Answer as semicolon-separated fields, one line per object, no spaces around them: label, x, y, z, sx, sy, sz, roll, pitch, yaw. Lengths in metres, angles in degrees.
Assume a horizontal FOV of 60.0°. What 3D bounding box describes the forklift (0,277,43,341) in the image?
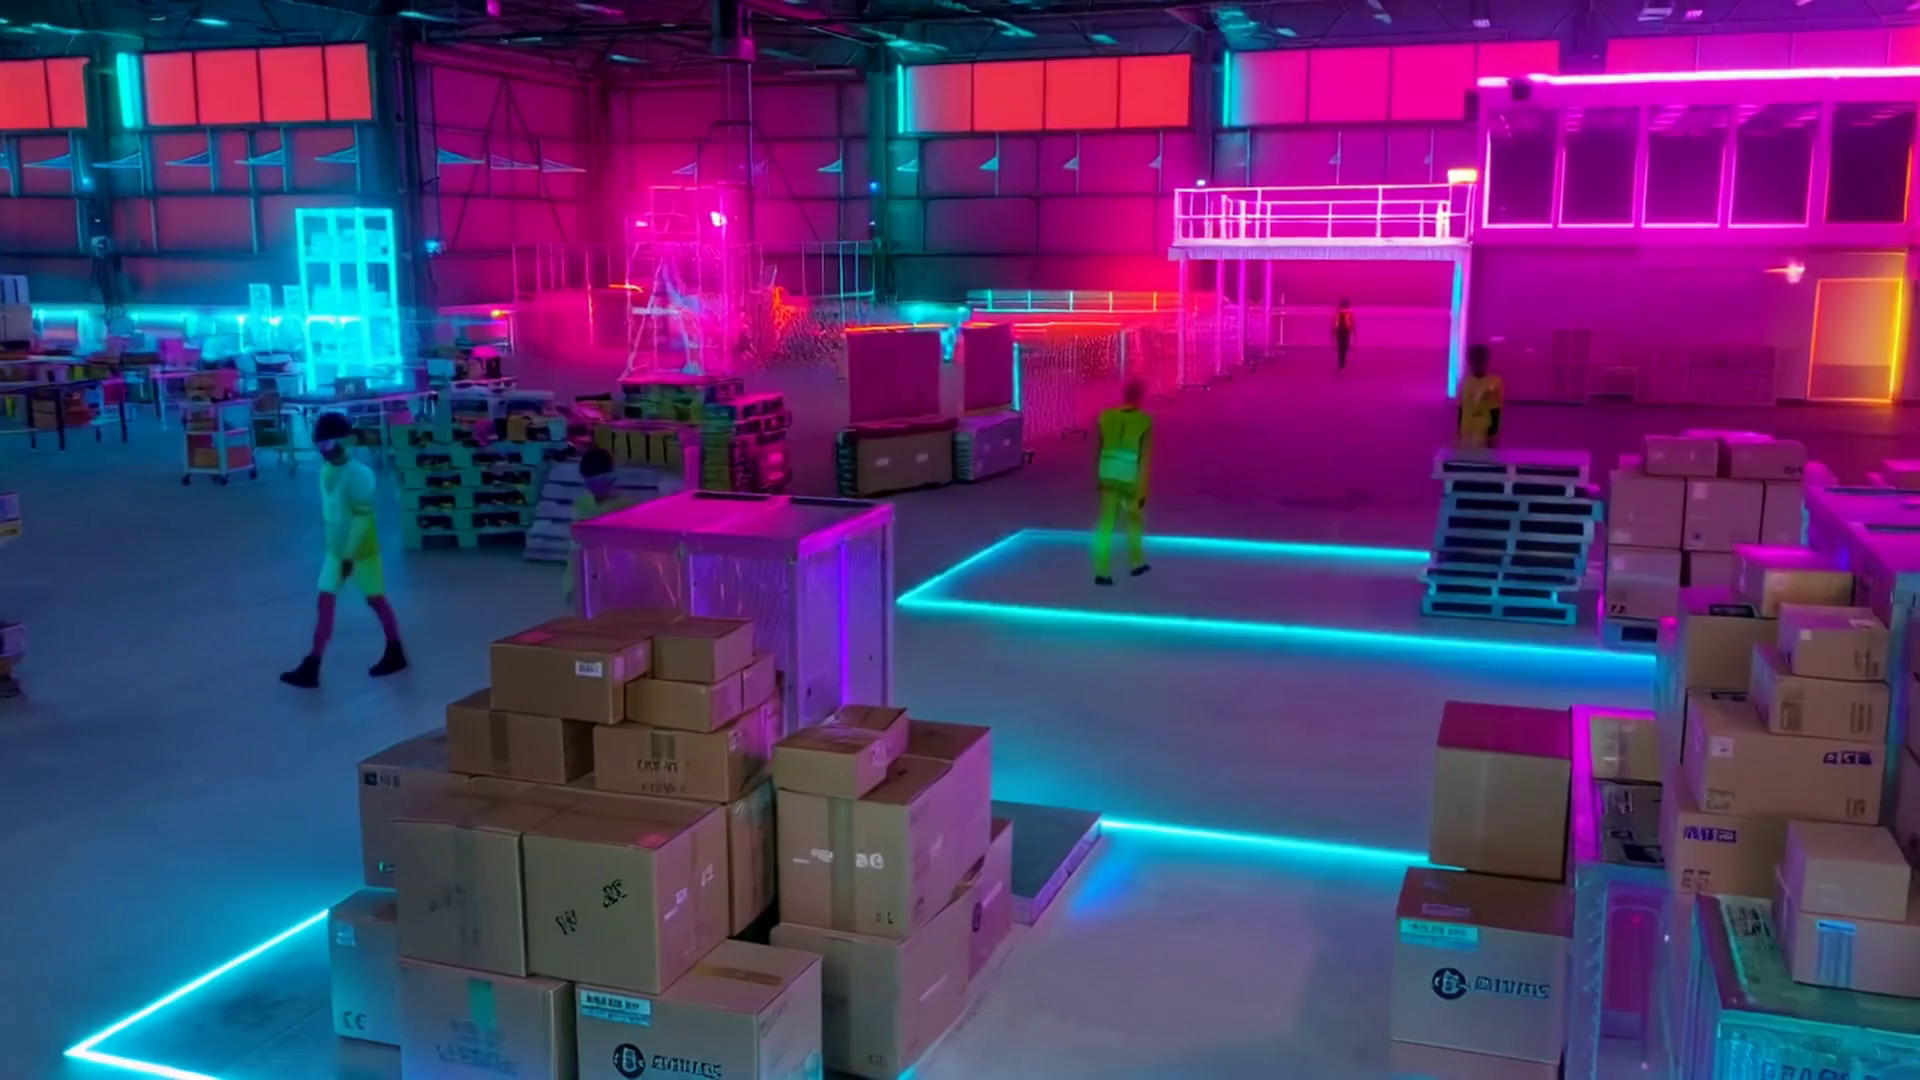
forklift;-27.151;-6.329;46.328;1.157;1.987;2.680;3;11;17

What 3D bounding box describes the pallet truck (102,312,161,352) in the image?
pallet truck;-23.057;-5.777;46.261;0.680;1.201;1.601;3;11;19

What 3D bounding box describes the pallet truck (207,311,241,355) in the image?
pallet truck;-19.537;-5.575;44.913;0.653;1.274;1.630;3;11;19

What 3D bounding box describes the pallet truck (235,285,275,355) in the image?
pallet truck;-18.327;-5.835;44.421;0.823;1.965;1.885;4;11;23

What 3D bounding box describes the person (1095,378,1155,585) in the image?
person;1.480;-0.534;14.984;0.583;1.857;1.024;5;11;27

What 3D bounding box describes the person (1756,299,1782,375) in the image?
person;18.491;-4.545;37.640;0.548;1.816;0.964;-6;12;-32

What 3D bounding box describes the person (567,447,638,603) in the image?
person;-2.288;0.274;10.705;0.543;1.750;0.368;5;11;25

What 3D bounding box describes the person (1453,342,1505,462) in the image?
person;5.795;-1.239;18.680;0.410;1.952;0.606;-7;12;-34

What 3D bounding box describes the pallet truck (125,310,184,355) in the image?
pallet truck;-22.038;-5.665;45.457;0.704;1.261;1.522;3;11;17

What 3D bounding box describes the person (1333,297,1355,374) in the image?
person;9.037;-4.823;39.245;0.518;1.818;0.857;6;12;32

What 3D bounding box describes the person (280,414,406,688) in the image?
person;-4.257;0.075;11.472;0.549;1.883;0.976;5;11;28

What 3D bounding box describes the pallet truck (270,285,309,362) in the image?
pallet truck;-17.147;-5.700;43.663;0.823;1.965;1.885;3;11;17
